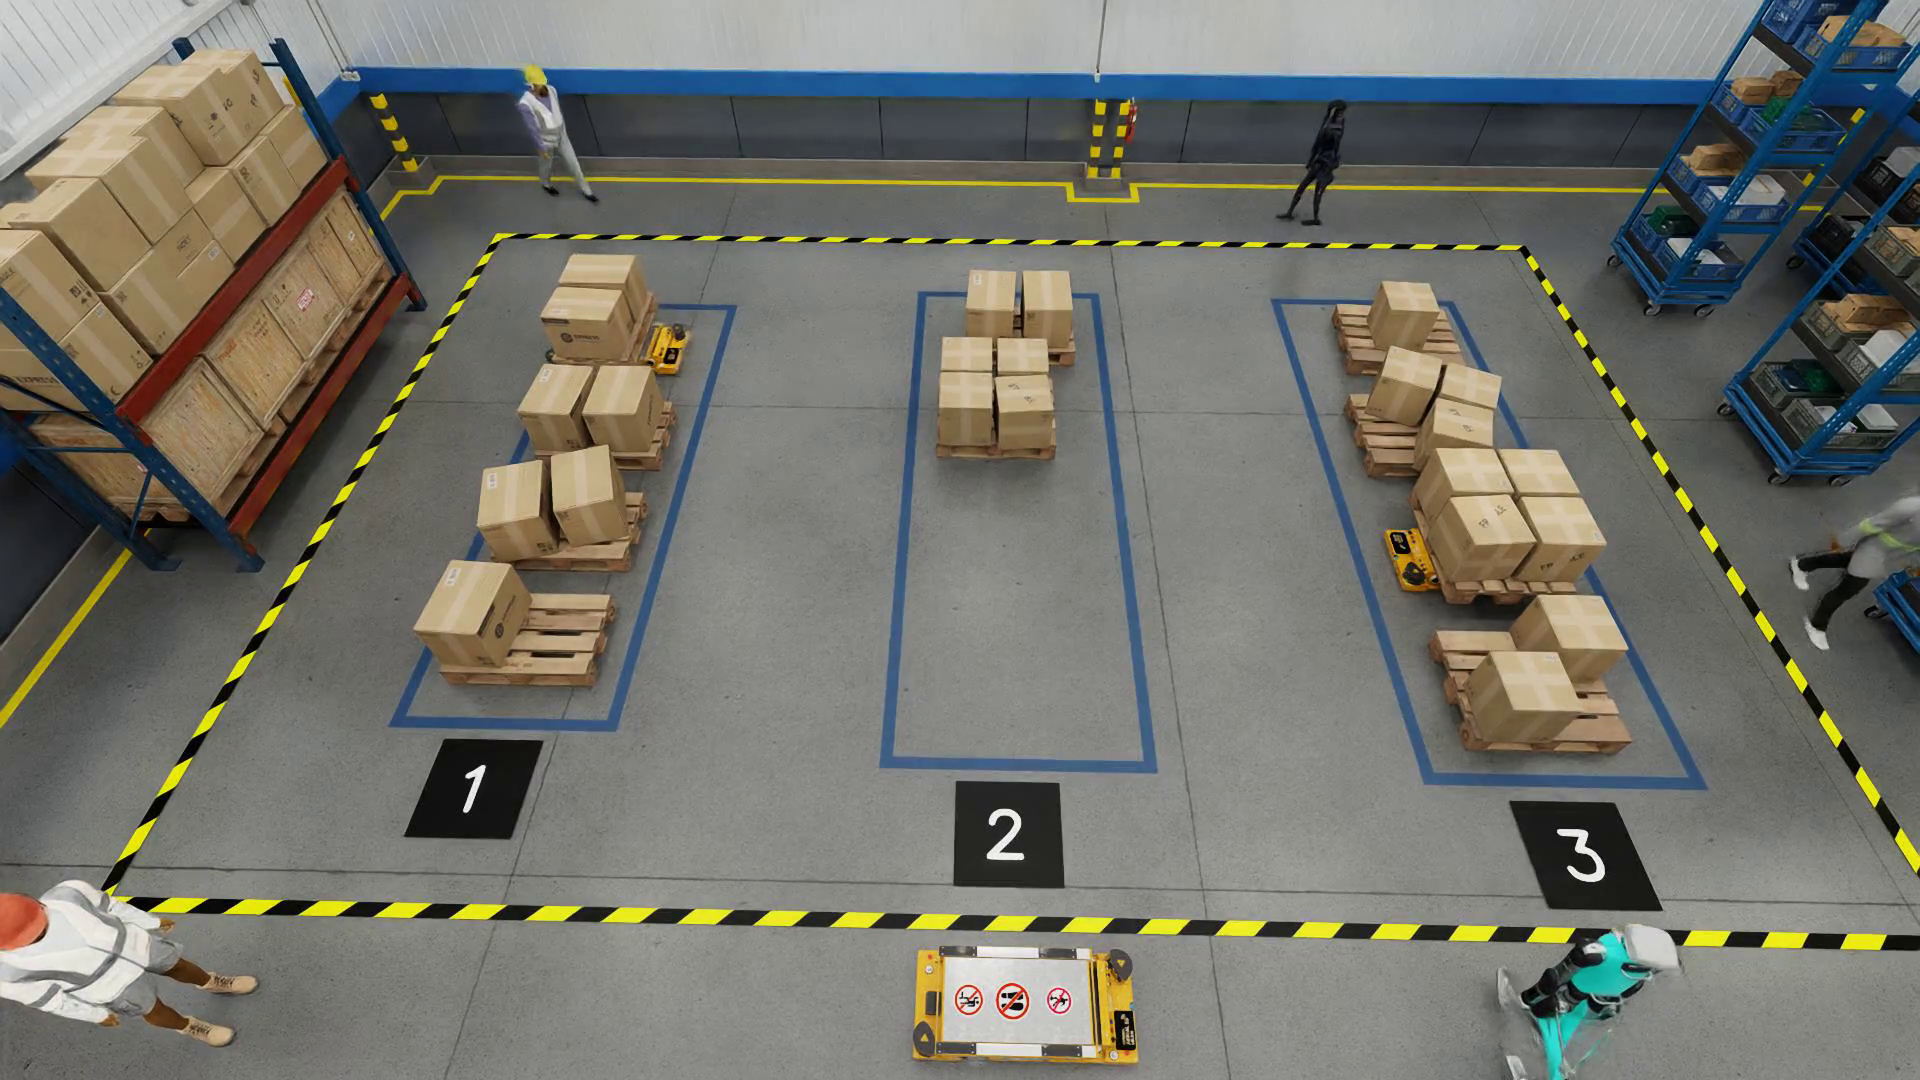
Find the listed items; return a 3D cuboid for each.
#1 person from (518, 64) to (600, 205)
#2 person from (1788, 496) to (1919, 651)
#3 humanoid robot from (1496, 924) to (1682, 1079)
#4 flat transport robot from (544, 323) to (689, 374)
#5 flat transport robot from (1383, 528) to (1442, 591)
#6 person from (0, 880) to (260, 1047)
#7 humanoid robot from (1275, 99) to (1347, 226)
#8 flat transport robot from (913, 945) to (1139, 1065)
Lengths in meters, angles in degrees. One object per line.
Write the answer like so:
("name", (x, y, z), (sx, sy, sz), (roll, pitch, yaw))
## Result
("person", (-5.295, -5.203, 11.750), (0.899, 1.790, 0.596), (27, 56, 20))
("person", (7.529, 0.023, 7.479), (0.594, 1.805, 0.933), (4, 51, 3))
("humanoid robot", (3.564, 2.788, 5.262), (0.552, 1.729, 1.004), (1, 51, 1))
("flat transport robot", (-3.823, -2.153, 10.223), (1.431, 0.197, 0.652), (1, 51, 1))
("flat transport robot", (4.689, 0.155, 8.342), (1.431, 0.197, 0.652), (1, 51, 1))
("person", (-4.864, 2.471, 5.329), (0.389, 2.040, 0.609), (2, 51, 2))
("humanoid robot", (4.436, -4.626, 11.357), (0.591, 1.646, 0.601), (-5, 51, -4))
("flat transport robot", (0.422, 3.041, 6.007), (1.431, 0.231, 0.659), (1, 51, 1))
